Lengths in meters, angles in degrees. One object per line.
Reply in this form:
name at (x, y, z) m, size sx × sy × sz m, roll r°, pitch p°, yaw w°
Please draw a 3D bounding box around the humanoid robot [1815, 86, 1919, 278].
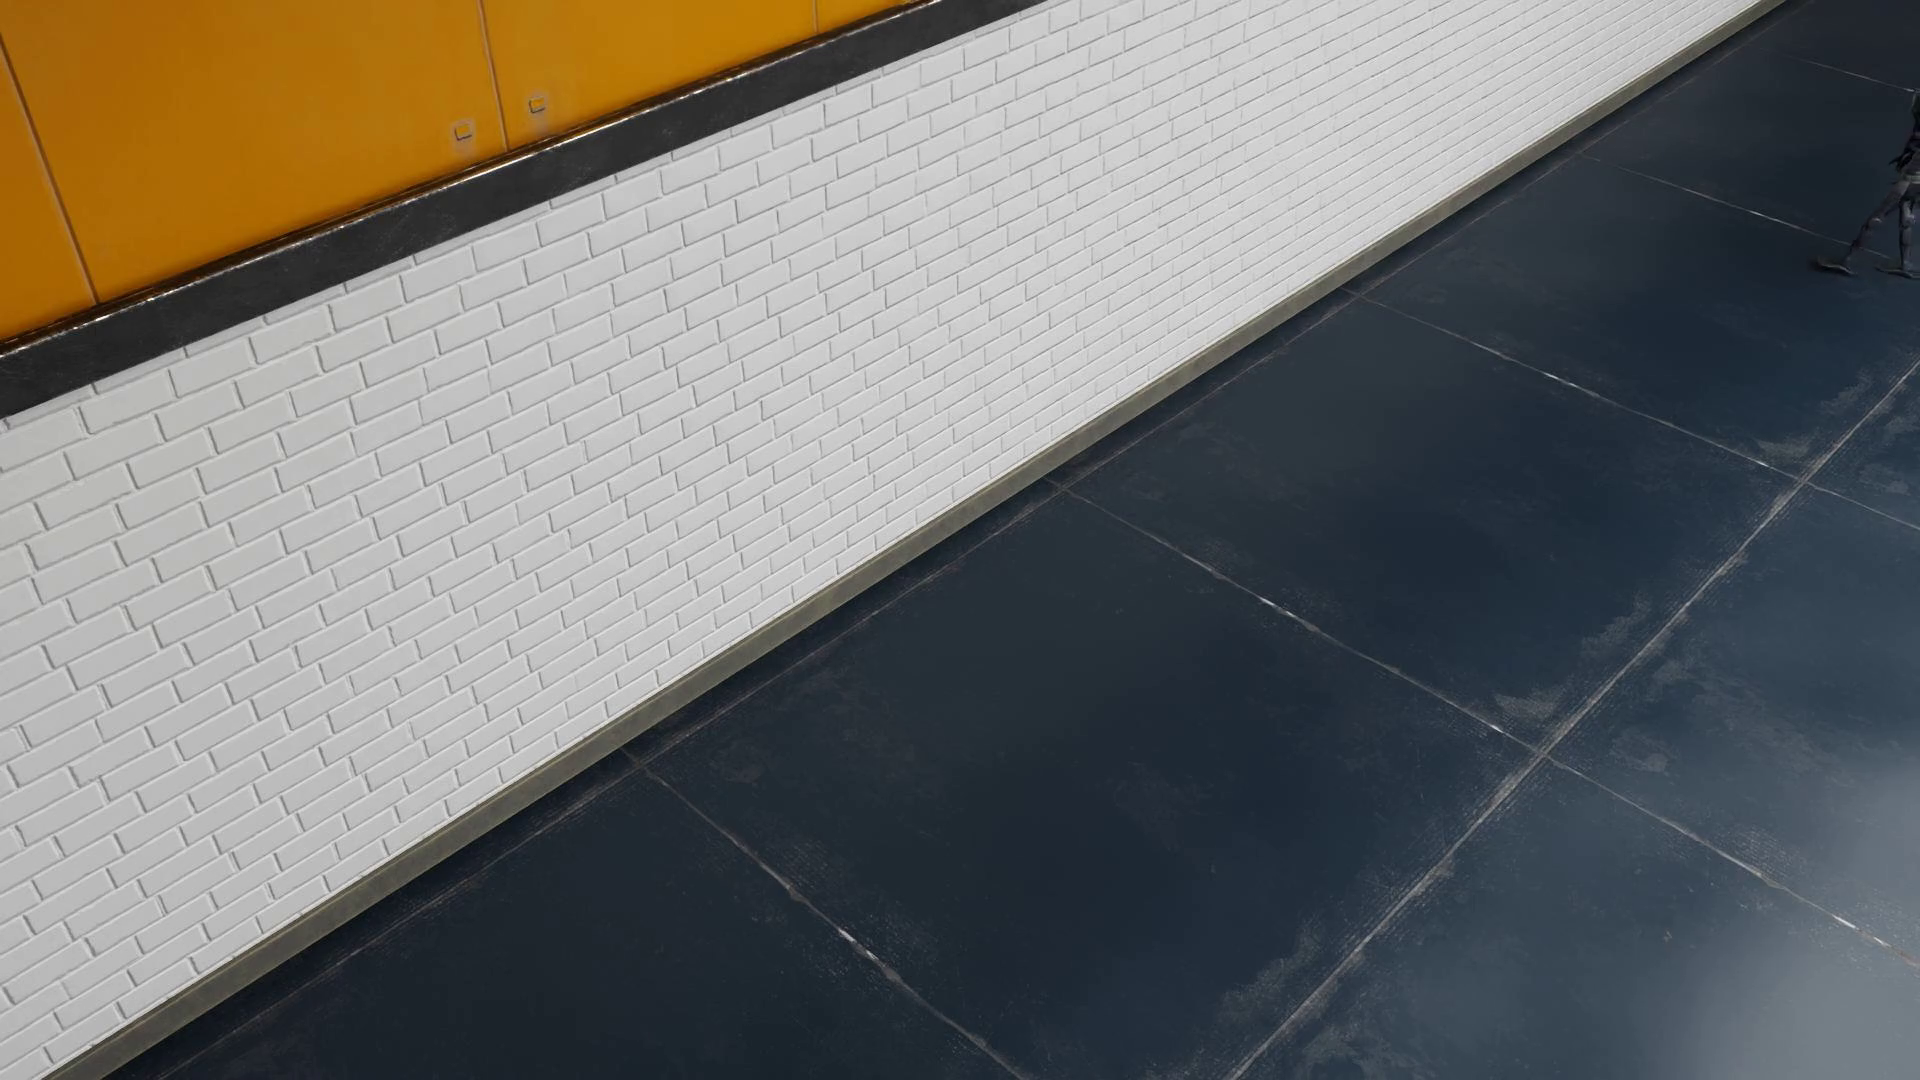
humanoid robot at (6.198, -2.485, 10.912) m, size 0.697 × 1.632 × 0.591 m, roll 16°, pitch 41°, yaw 19°
